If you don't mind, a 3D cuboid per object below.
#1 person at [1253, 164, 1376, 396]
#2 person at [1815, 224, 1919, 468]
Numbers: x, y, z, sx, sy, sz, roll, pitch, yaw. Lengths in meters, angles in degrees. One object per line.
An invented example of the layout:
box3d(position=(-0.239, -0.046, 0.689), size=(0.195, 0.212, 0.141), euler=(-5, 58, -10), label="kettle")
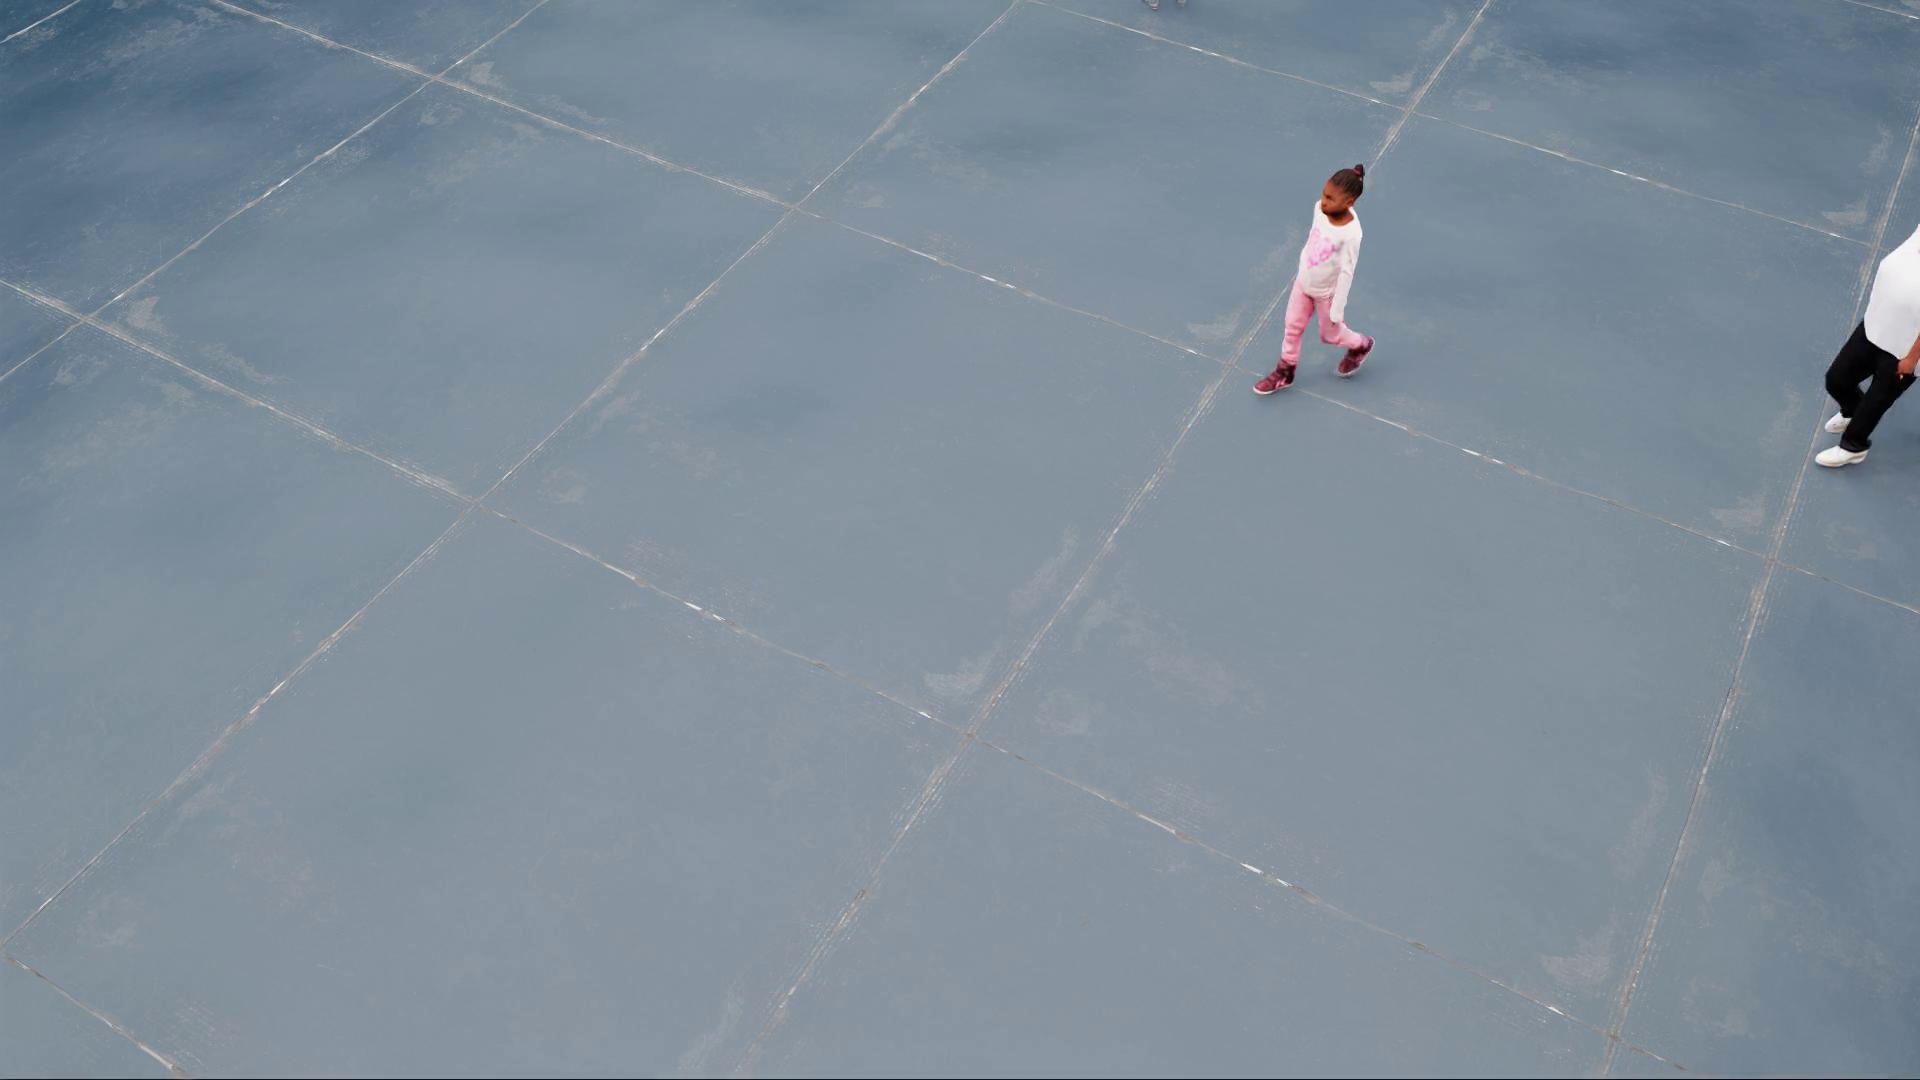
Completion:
box3d(position=(1.996, -1.383, 8.877), size=(0.929, 1.424, 0.956), euler=(-20, 50, -18), label="person")
box3d(position=(4.798, -1.048, 8.397), size=(0.834, 1.674, 0.787), euler=(-7, 48, -6), label="person")
